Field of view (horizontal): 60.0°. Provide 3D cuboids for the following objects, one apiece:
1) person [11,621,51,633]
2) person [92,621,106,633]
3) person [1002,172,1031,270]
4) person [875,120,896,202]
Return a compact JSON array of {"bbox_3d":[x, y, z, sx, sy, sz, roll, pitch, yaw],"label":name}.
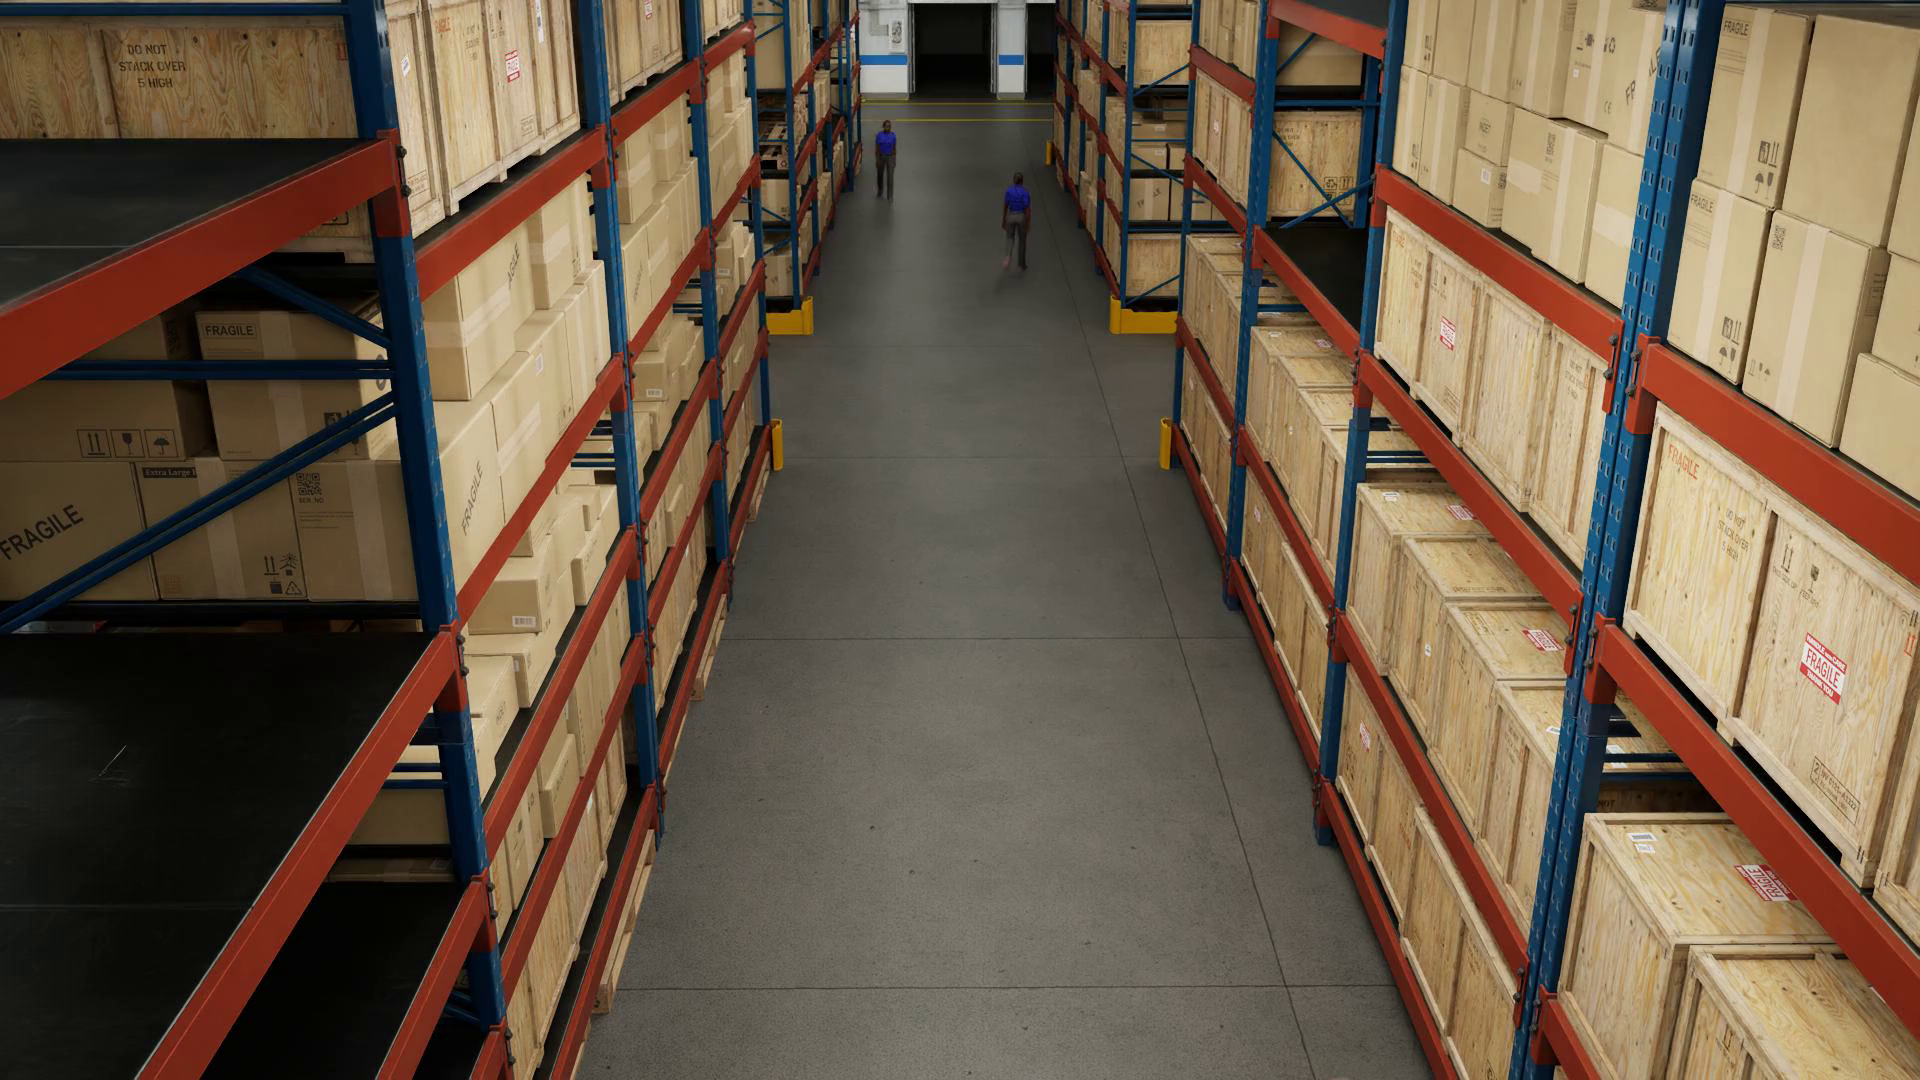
[{"bbox_3d":[-6.680,1.020,11.891,0.558,1.787,0.763,-5,22,-13],"label":"person"},{"bbox_3d":[-6.284,0.796,12.422,0.519,1.776,0.569,-13,25,-30],"label":"person"},{"bbox_3d":[0.949,-5.420,28.353,0.494,1.665,0.549,6,22,15],"label":"person"},{"bbox_3d":[-1.554,-7.989,34.918,0.442,1.639,0.903,-1,22,-2],"label":"person"}]
